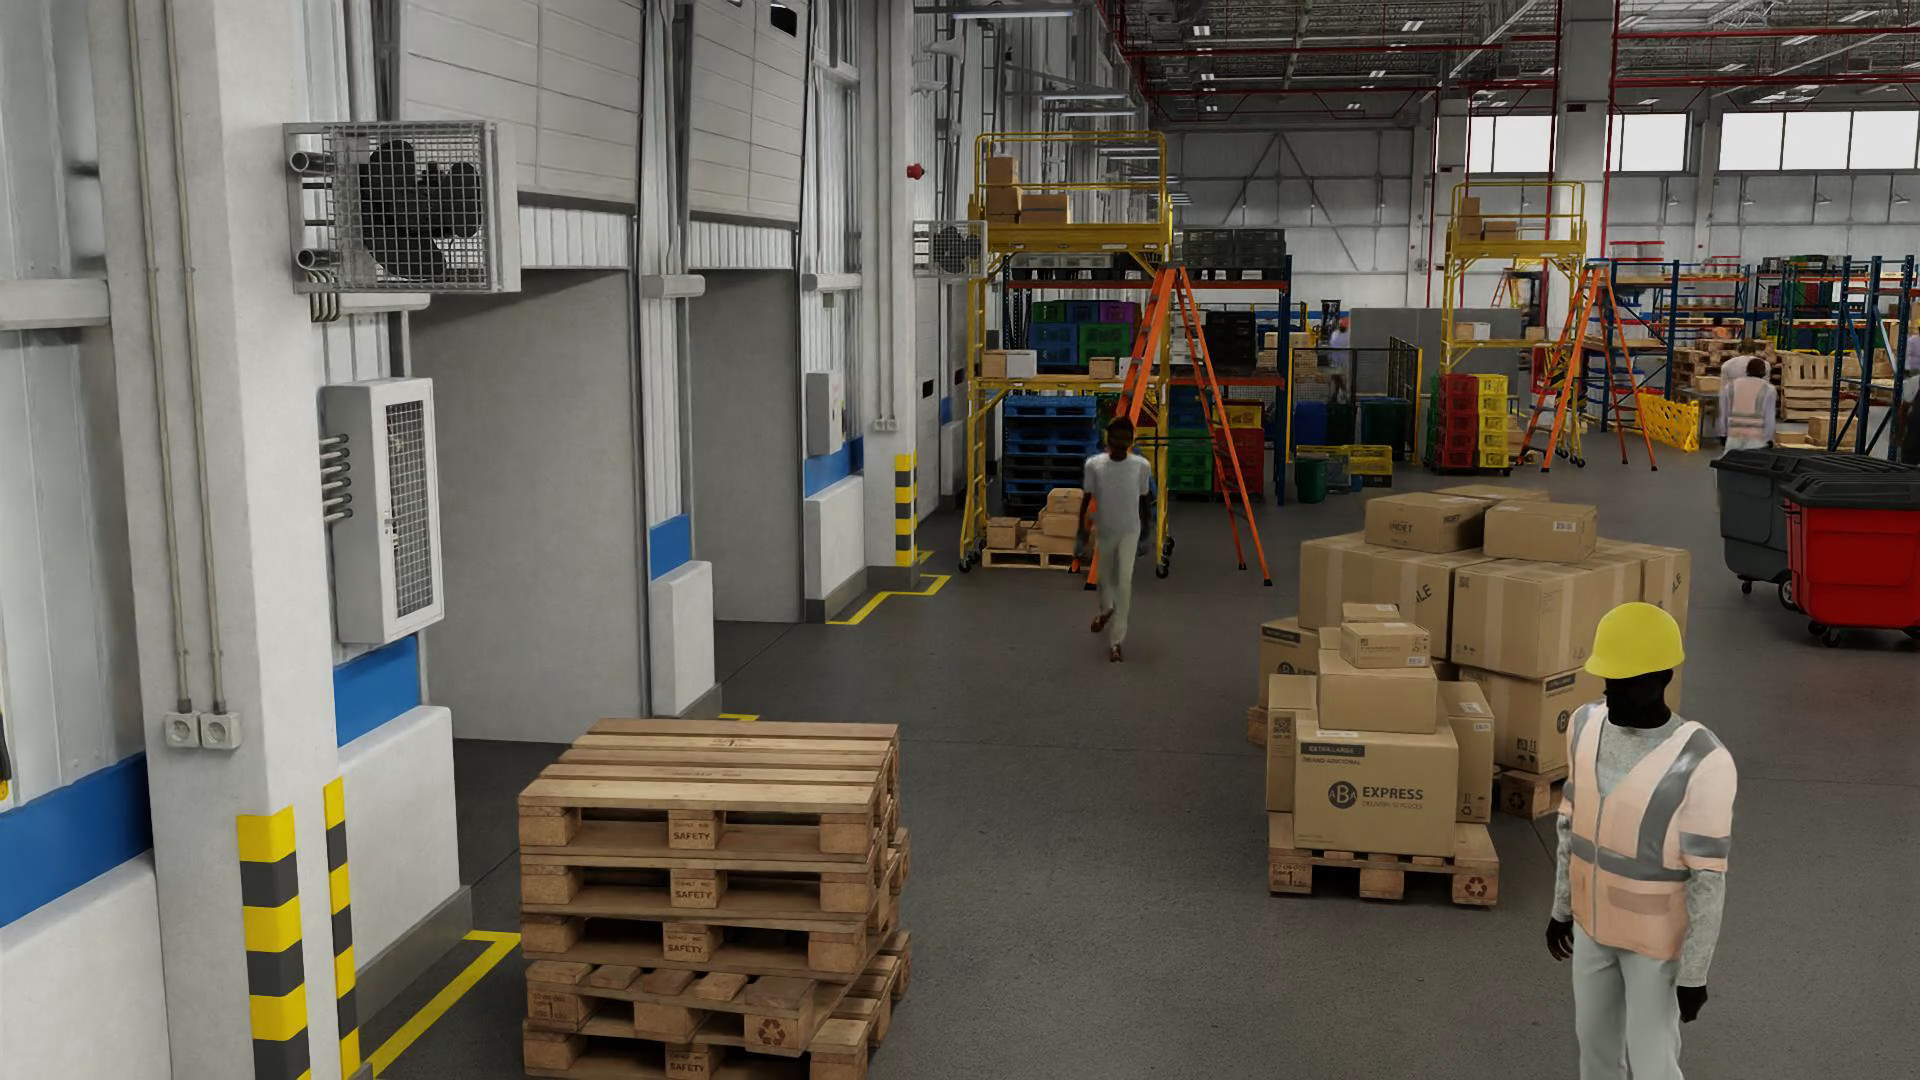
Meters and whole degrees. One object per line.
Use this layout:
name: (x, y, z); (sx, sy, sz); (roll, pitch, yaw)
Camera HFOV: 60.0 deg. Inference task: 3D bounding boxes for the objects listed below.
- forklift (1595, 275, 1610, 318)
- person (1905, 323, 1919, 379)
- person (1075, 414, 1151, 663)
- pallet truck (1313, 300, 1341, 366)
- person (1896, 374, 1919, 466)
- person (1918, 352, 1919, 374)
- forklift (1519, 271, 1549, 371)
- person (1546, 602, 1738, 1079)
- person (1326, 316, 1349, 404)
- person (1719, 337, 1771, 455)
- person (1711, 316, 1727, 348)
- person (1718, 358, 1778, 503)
forklift: (15.026, -5.007, 39.649); (1.129, 2.768, 1.873); (-7, 12, -37)
person: (19.221, -3.480, 33.321); (0.606, 1.885, 0.975); (2, 9, 9)
person: (1.157, -0.058, 12.423); (0.554, 1.822, 0.927); (2, 9, 11)
pallet truck: (11.159, -6.200, 49.718); (0.823, 1.965, 1.885); (4, 10, 26)
person: (11.145, -1.247, 19.036); (0.733, 2.000, 0.542); (6, 11, 34)
person: (15.506, -2.337, 26.716); (0.330, 1.735, 0.486); (5, 10, 28)
forklift: (16.350, -6.018, 45.881); (1.873, 2.768, 1.129); (-3, 10, -17)
person: (1.938, 1.118, 4.837); (0.395, 1.918, 0.585); (-4, 10, -23)
person: (8.122, -3.820, 35.358); (0.669, 1.893, 0.588); (-7, 12, -37)
person: (10.863, -1.845, 23.074); (0.629, 1.932, 0.366); (3, 10, 21)
person: (19.667, -4.955, 43.016); (0.552, 1.679, 0.521); (-5, 10, -27)
person: (9.299, -1.237, 19.647); (0.509, 1.822, 0.653); (-8, 12, -40)
